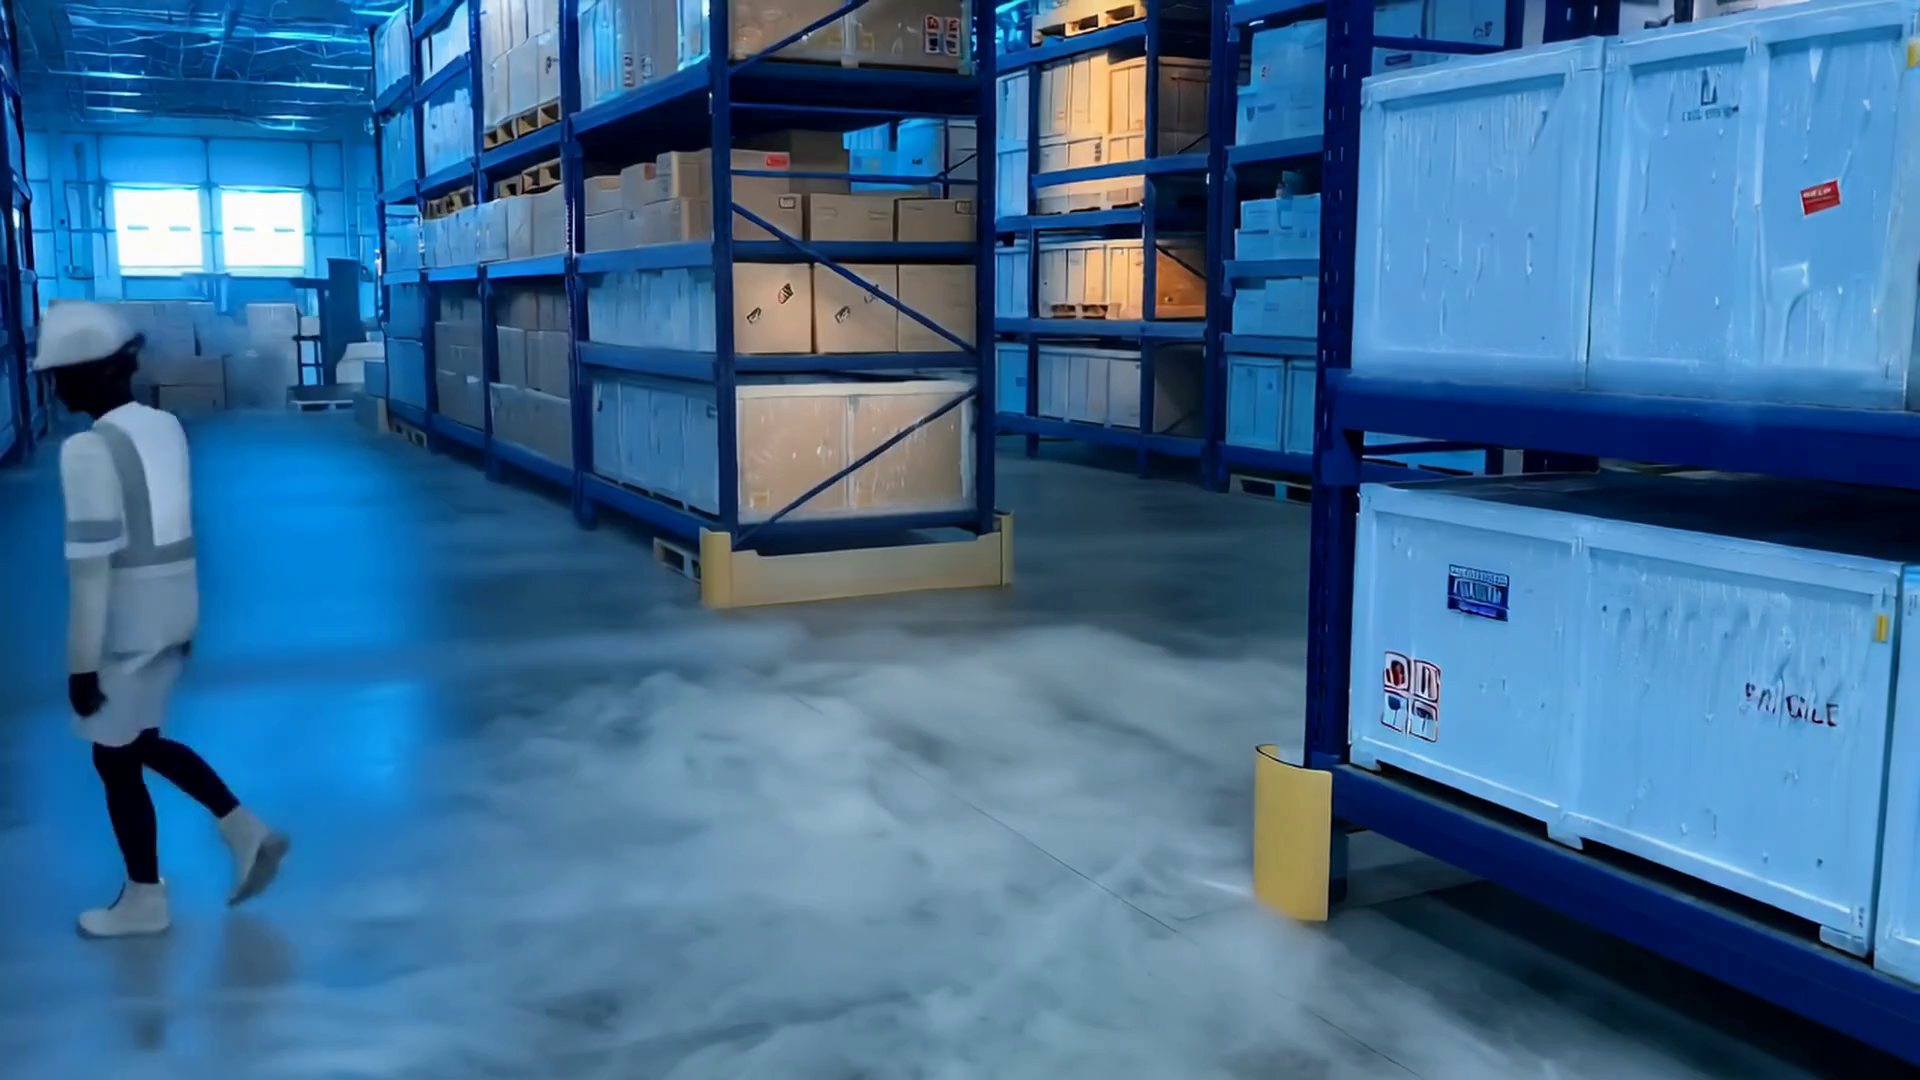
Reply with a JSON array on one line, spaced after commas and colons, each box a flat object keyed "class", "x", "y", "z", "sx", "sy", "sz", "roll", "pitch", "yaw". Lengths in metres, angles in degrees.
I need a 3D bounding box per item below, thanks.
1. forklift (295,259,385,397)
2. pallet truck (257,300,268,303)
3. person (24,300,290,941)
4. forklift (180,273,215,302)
[{"class": "forklift", "x": -12.561, "y": -4.357, "z": 34.130, "sx": 1.873, "sy": 2.768, "sz": 1.129, "roll": 0, "pitch": 8, "yaw": -1}, {"class": "pallet truck", "x": -23.913, "y": -7.404, "z": 58.171, "sx": 1.885, "sy": 1.965, "sz": 0.823, "roll": -1, "pitch": 8, "yaw": -9}, {"class": "person", "x": -2.519, "y": 0.271, "z": 5.181, "sx": 0.598, "sy": 2.016, "sz": 0.653, "roll": 0, "pitch": 8, "yaw": 3}, {"class": "forklift", "x": -23.512, "y": -6.862, "z": 51.410, "sx": 1.873, "sy": 2.768, "sz": 1.129, "roll": 6, "pitch": 10, "yaw": 35}]
